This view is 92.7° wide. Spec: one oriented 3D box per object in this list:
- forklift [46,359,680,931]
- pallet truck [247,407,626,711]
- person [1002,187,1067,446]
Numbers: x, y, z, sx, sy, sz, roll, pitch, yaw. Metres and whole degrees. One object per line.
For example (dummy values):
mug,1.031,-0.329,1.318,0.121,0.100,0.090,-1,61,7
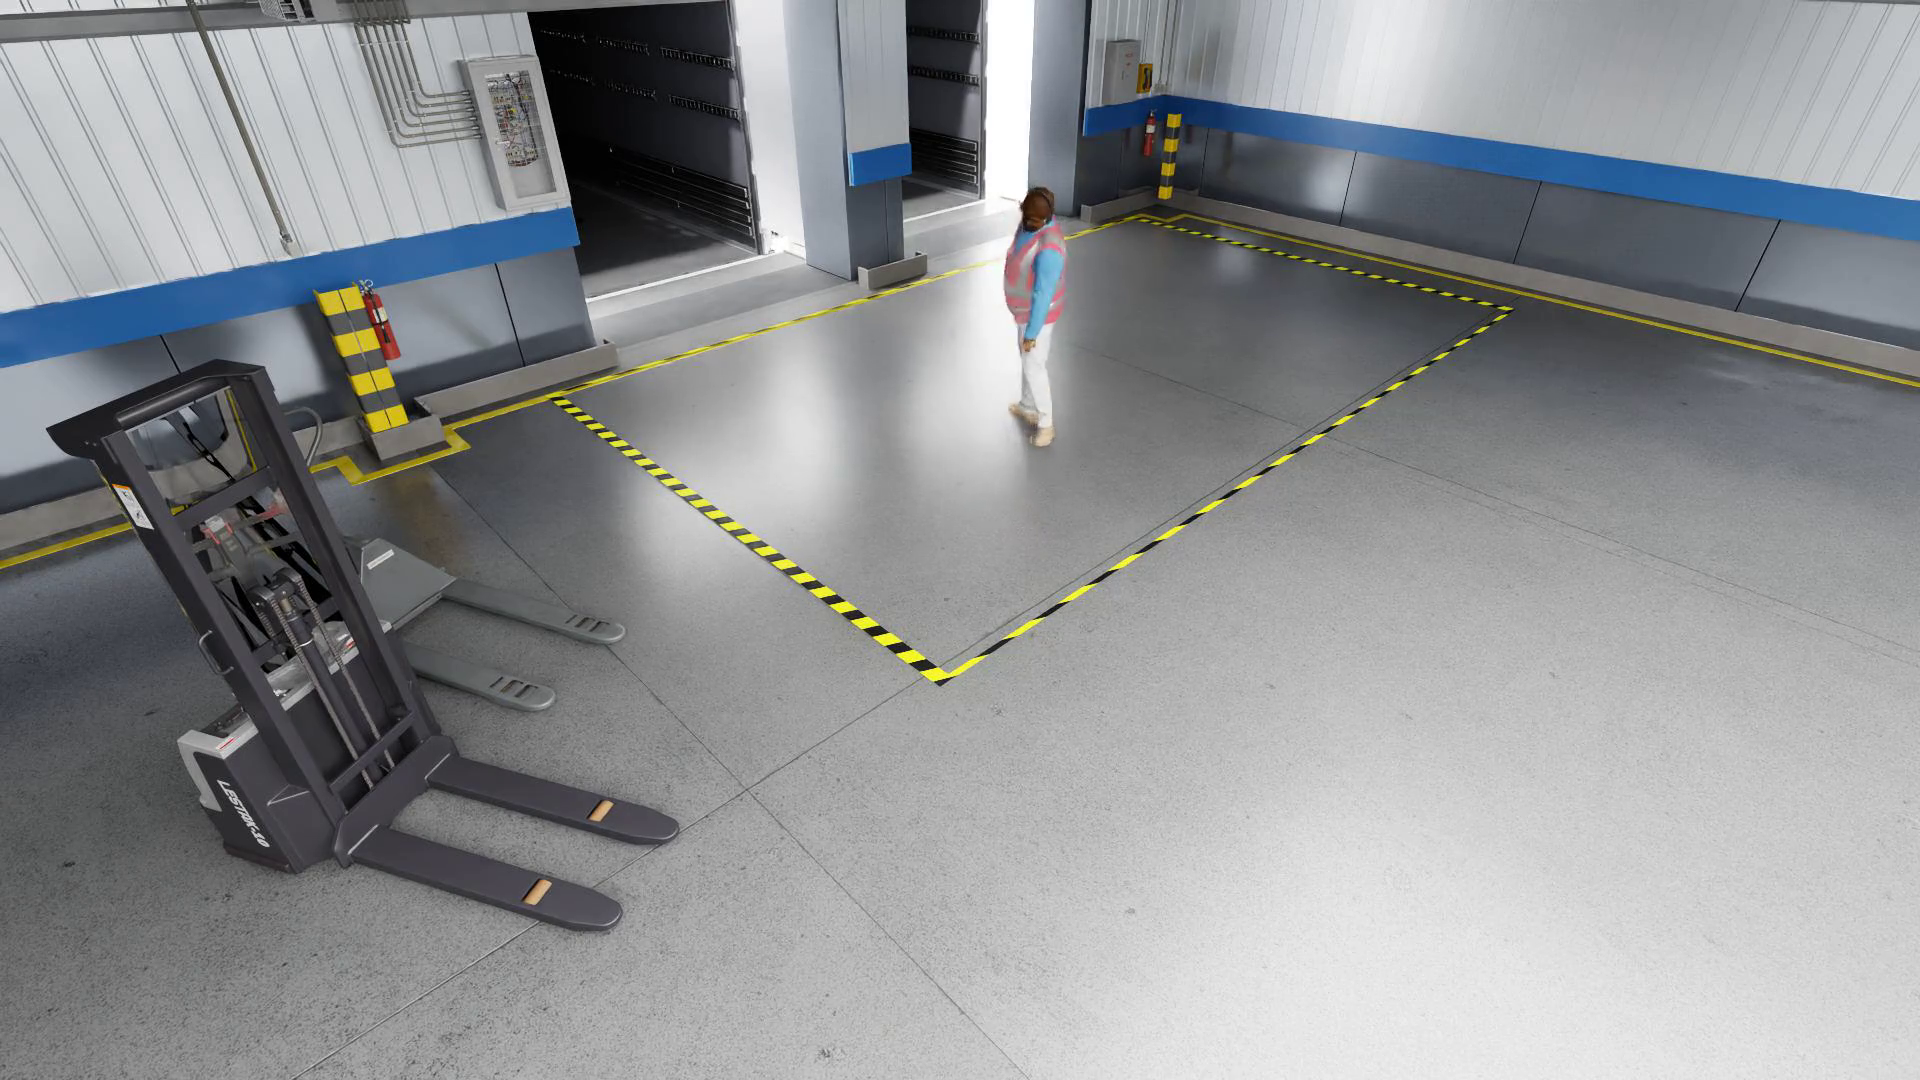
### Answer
forklift,-2.135,0.422,3.354,1.885,1.965,0.823,10,35,14
pallet truck,-2.628,0.038,4.590,1.601,1.201,0.680,12,36,18
person,0.512,-1.584,6.480,0.432,1.807,0.696,-3,34,-5
